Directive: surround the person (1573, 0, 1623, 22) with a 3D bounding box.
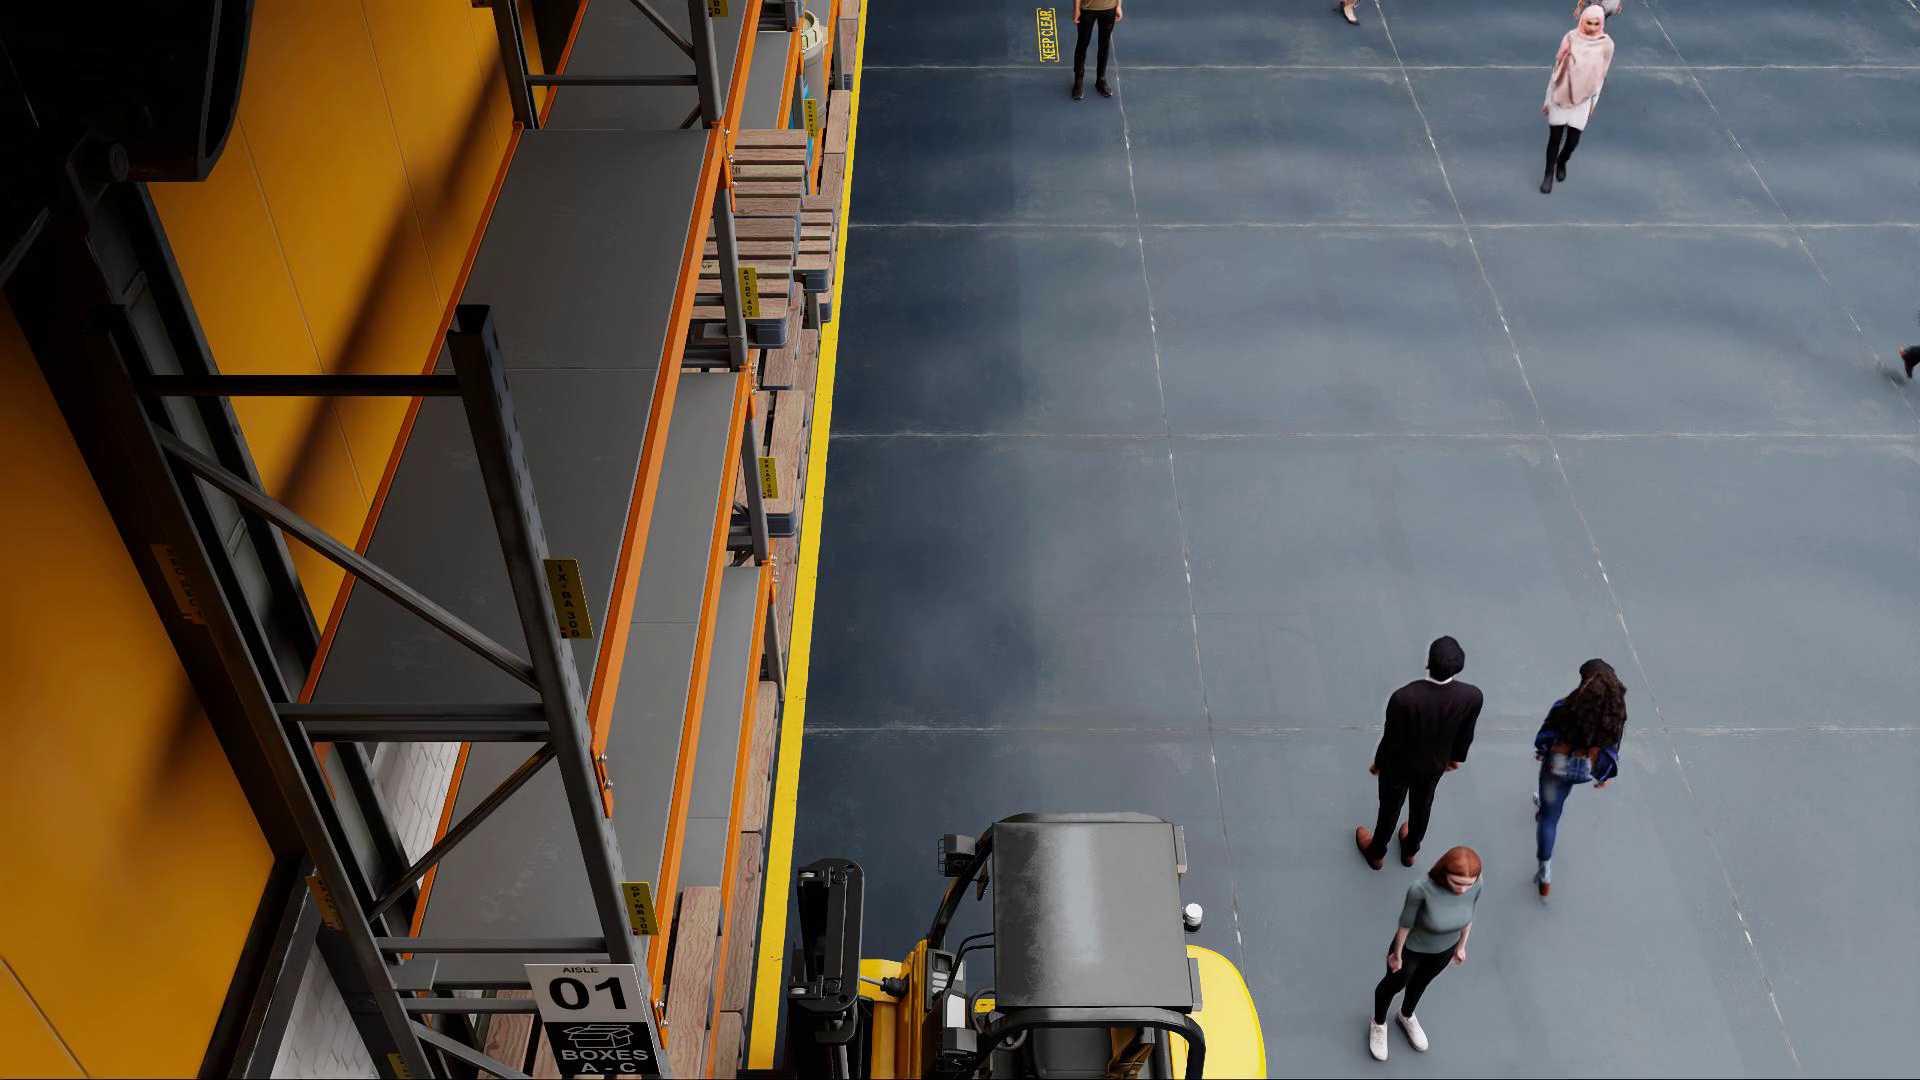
[{"bbox_3d":[6.444,-5.258,16.556,0.750,1.663,0.775,-23,48,-23],"label":"person"}]

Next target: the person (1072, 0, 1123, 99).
[{"bbox_3d":[1.356,-5.293,16.455,0.702,1.852,0.616,-7,44,-7],"label":"person"}]

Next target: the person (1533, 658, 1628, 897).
[{"bbox_3d":[3.530,1.374,9.648,0.687,1.588,1.062,6,44,6],"label":"person"}]

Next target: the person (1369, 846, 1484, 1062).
[{"bbox_3d":[2.444,2.134,8.737,0.616,1.744,0.591,-7,44,-7],"label":"person"}]

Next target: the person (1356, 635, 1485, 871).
[{"bbox_3d":[2.629,1.245,9.569,0.723,1.884,0.577,-4,44,-5],"label":"person"}]

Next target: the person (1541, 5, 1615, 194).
[{"bbox_3d":[5.574,-4.054,15.197,0.729,1.794,0.772,13,45,13],"label":"person"}]
